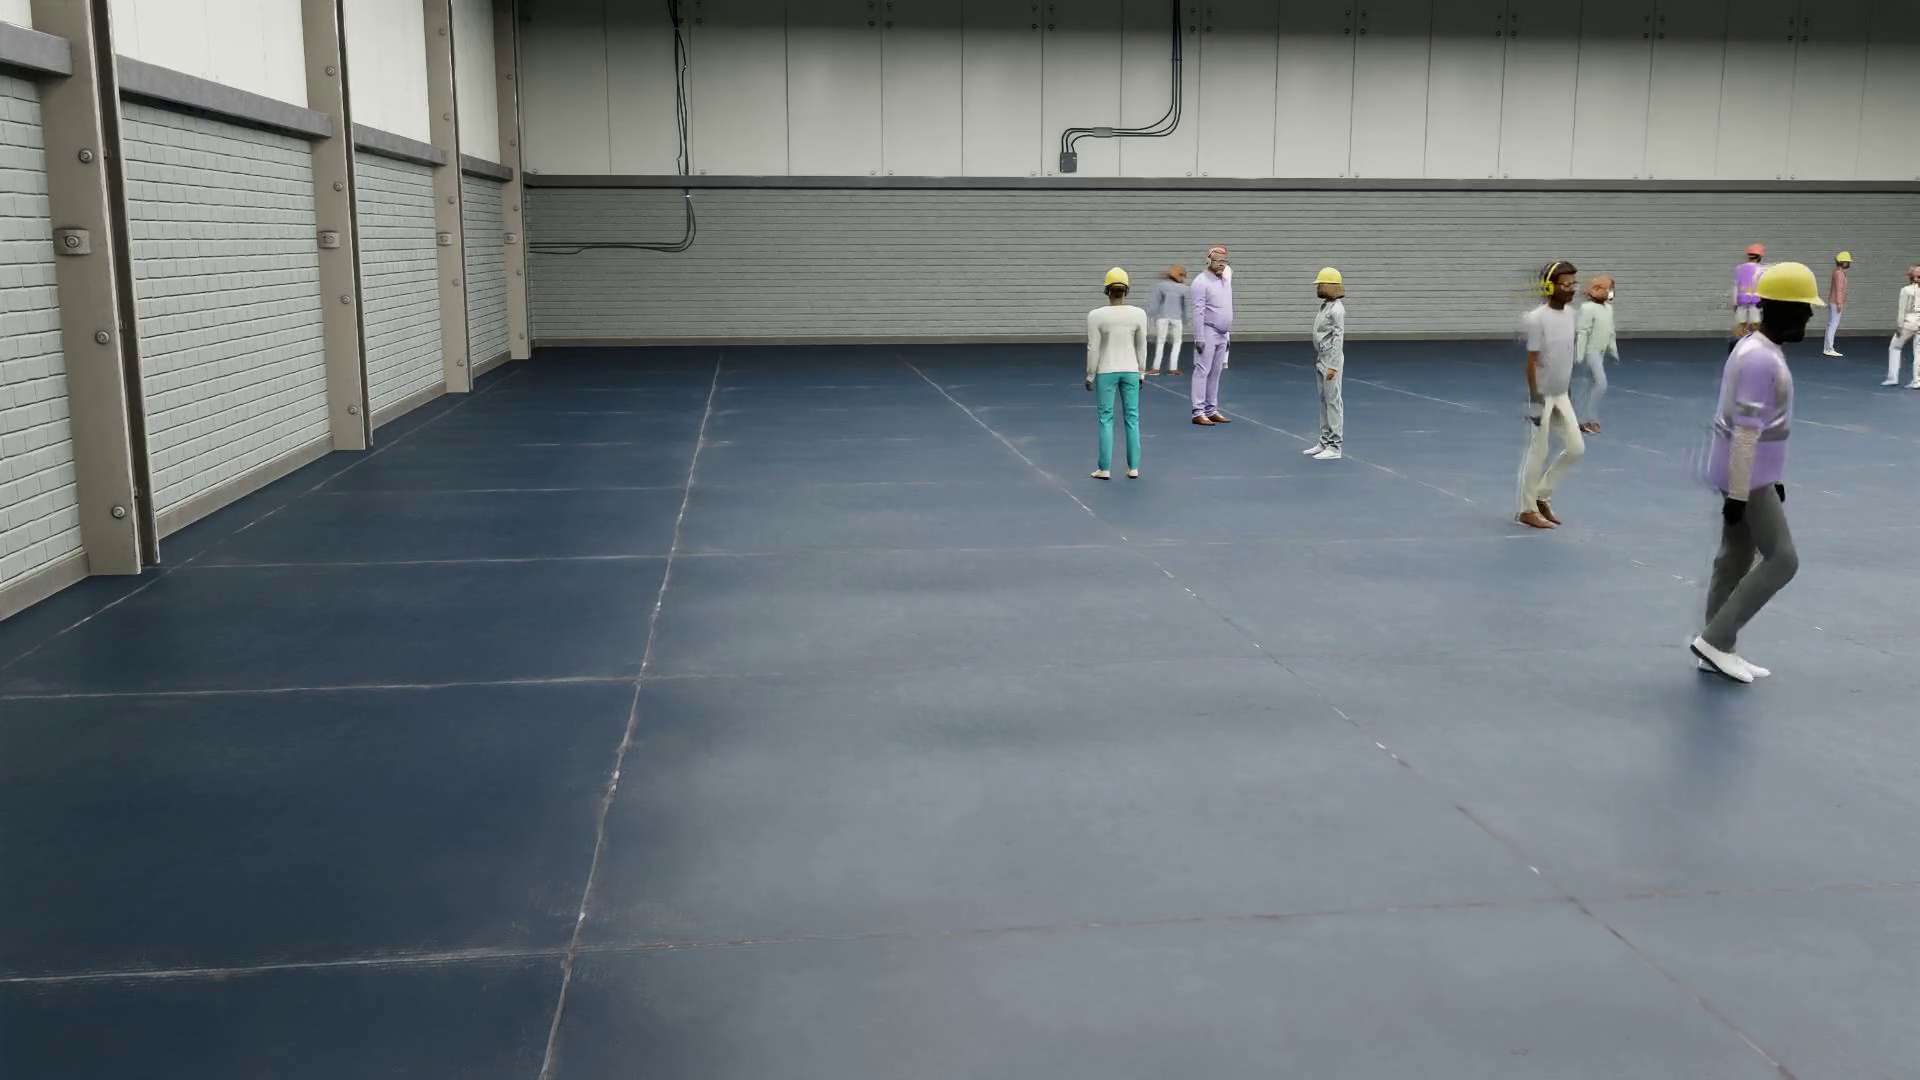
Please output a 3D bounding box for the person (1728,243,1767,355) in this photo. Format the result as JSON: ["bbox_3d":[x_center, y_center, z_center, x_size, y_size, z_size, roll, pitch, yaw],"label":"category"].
[{"bbox_3d":[12.998,-3.925,27.418,0.577,1.920,0.570,-7,13,-36],"label":"person"}]

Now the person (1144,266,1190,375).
[{"bbox_3d":[3.046,-3.227,24.497,0.682,1.595,0.311,3,11,18],"label":"person"}]

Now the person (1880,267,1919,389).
[{"bbox_3d":[12.677,-2.833,22.238,0.551,1.613,0.629,-3,11,-14],"label":"person"}]

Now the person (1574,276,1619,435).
[{"bbox_3d":[6.583,-1.889,17.086,0.563,1.613,0.503,10,14,43],"label":"person"}]

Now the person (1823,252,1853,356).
[{"bbox_3d":[14.987,-4.020,28.368,0.325,1.767,0.533,4,11,21],"label":"person"}]

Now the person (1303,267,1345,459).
[{"bbox_3d":[3.359,-1.616,15.245,0.297,1.745,0.484,0,10,-3],"label":"person"}]

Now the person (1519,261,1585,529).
[{"bbox_3d":[4.094,-0.990,11.517,0.549,1.852,0.432,-7,12,-34],"label":"person"}]

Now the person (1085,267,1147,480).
[{"bbox_3d":[1.303,-1.384,13.909,0.524,1.770,0.315,-2,11,-12],"label":"person"}]

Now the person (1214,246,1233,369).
[{"bbox_3d":[3.961,-3.550,25.467,0.355,1.883,0.573,7,12,32],"label":"person"}]

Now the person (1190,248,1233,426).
[{"bbox_3d":[2.747,-2.197,17.995,0.400,1.905,0.643,8,13,38],"label":"person"}]

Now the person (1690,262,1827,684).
[{"bbox_3d":[3.610,-0.289,7.526,0.433,1.912,0.605,4,11,23],"label":"person"}]
